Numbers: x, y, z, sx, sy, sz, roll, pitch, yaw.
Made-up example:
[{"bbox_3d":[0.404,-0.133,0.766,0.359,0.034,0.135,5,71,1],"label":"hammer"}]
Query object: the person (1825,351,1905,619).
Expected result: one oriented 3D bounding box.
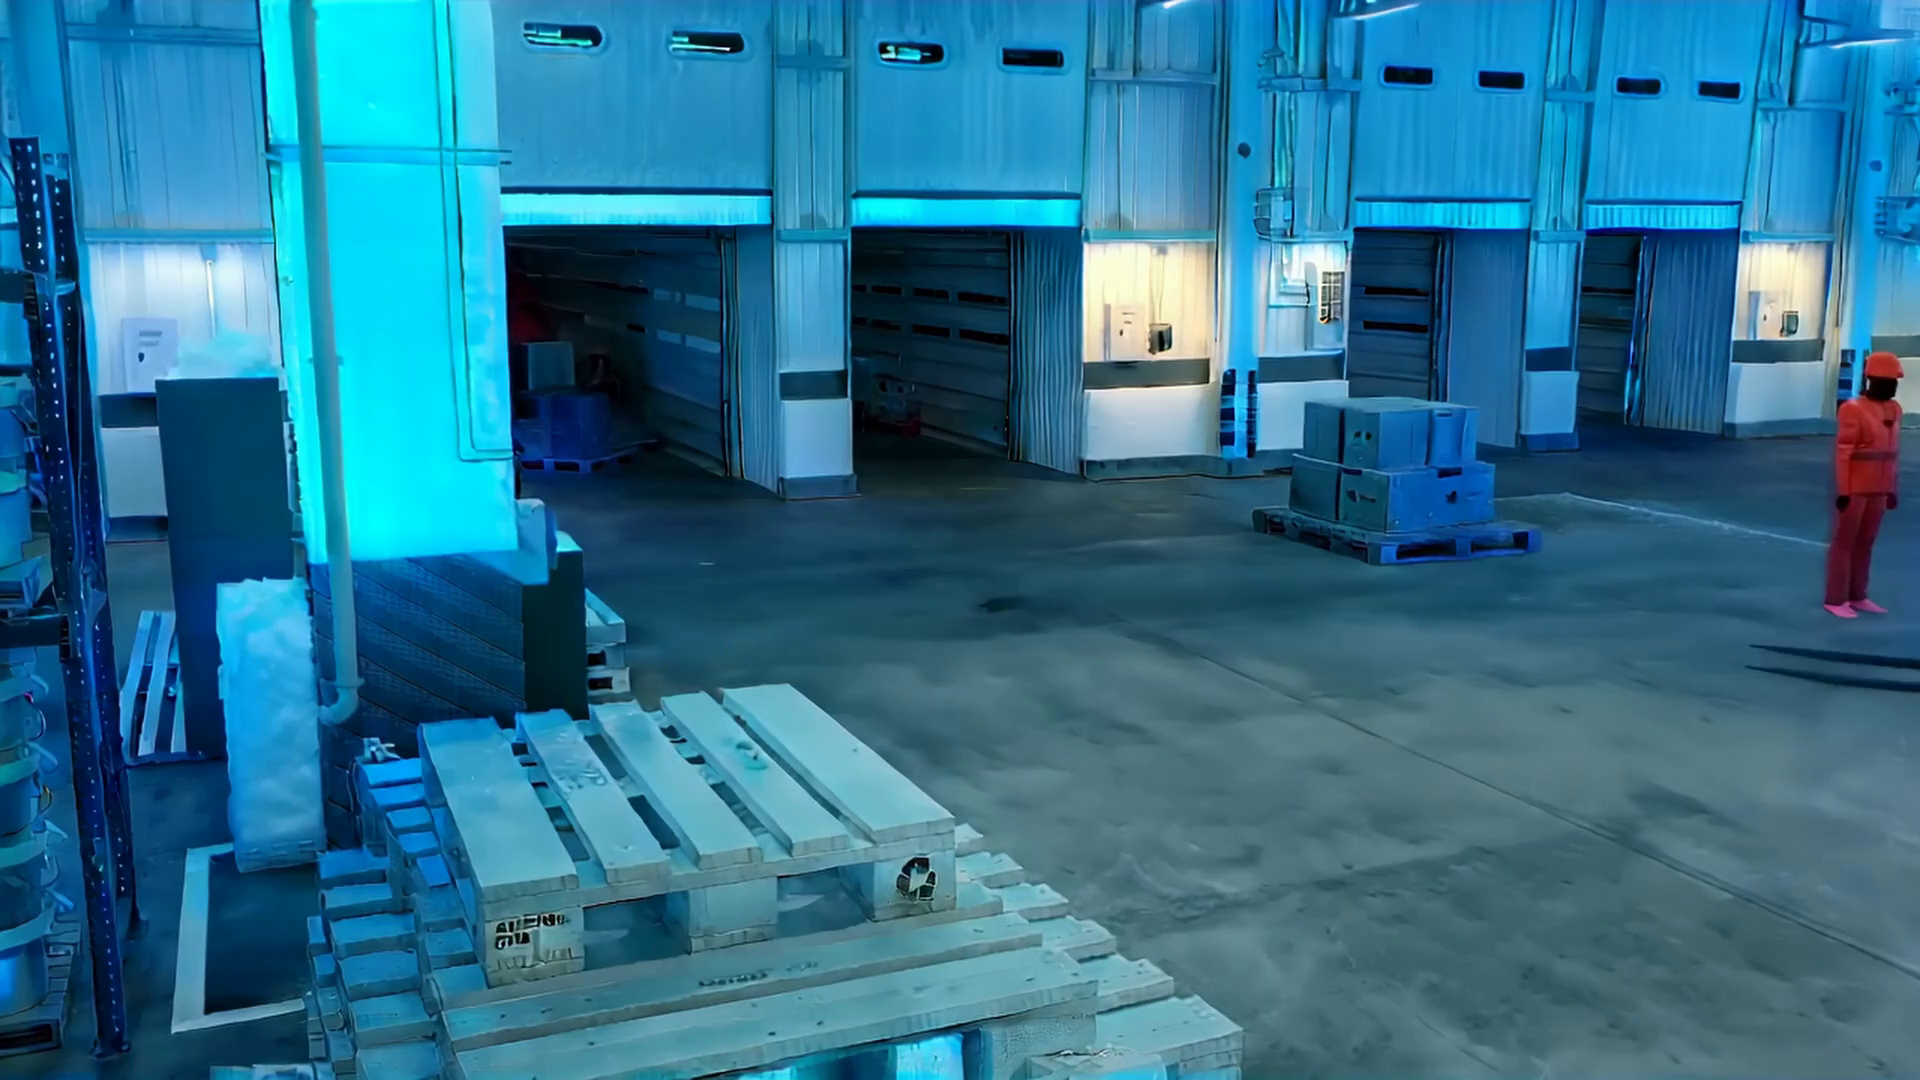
[{"bbox_3d":[6.556,-0.398,12.004,0.585,1.928,0.379,-4,11,-23],"label":"person"}]
